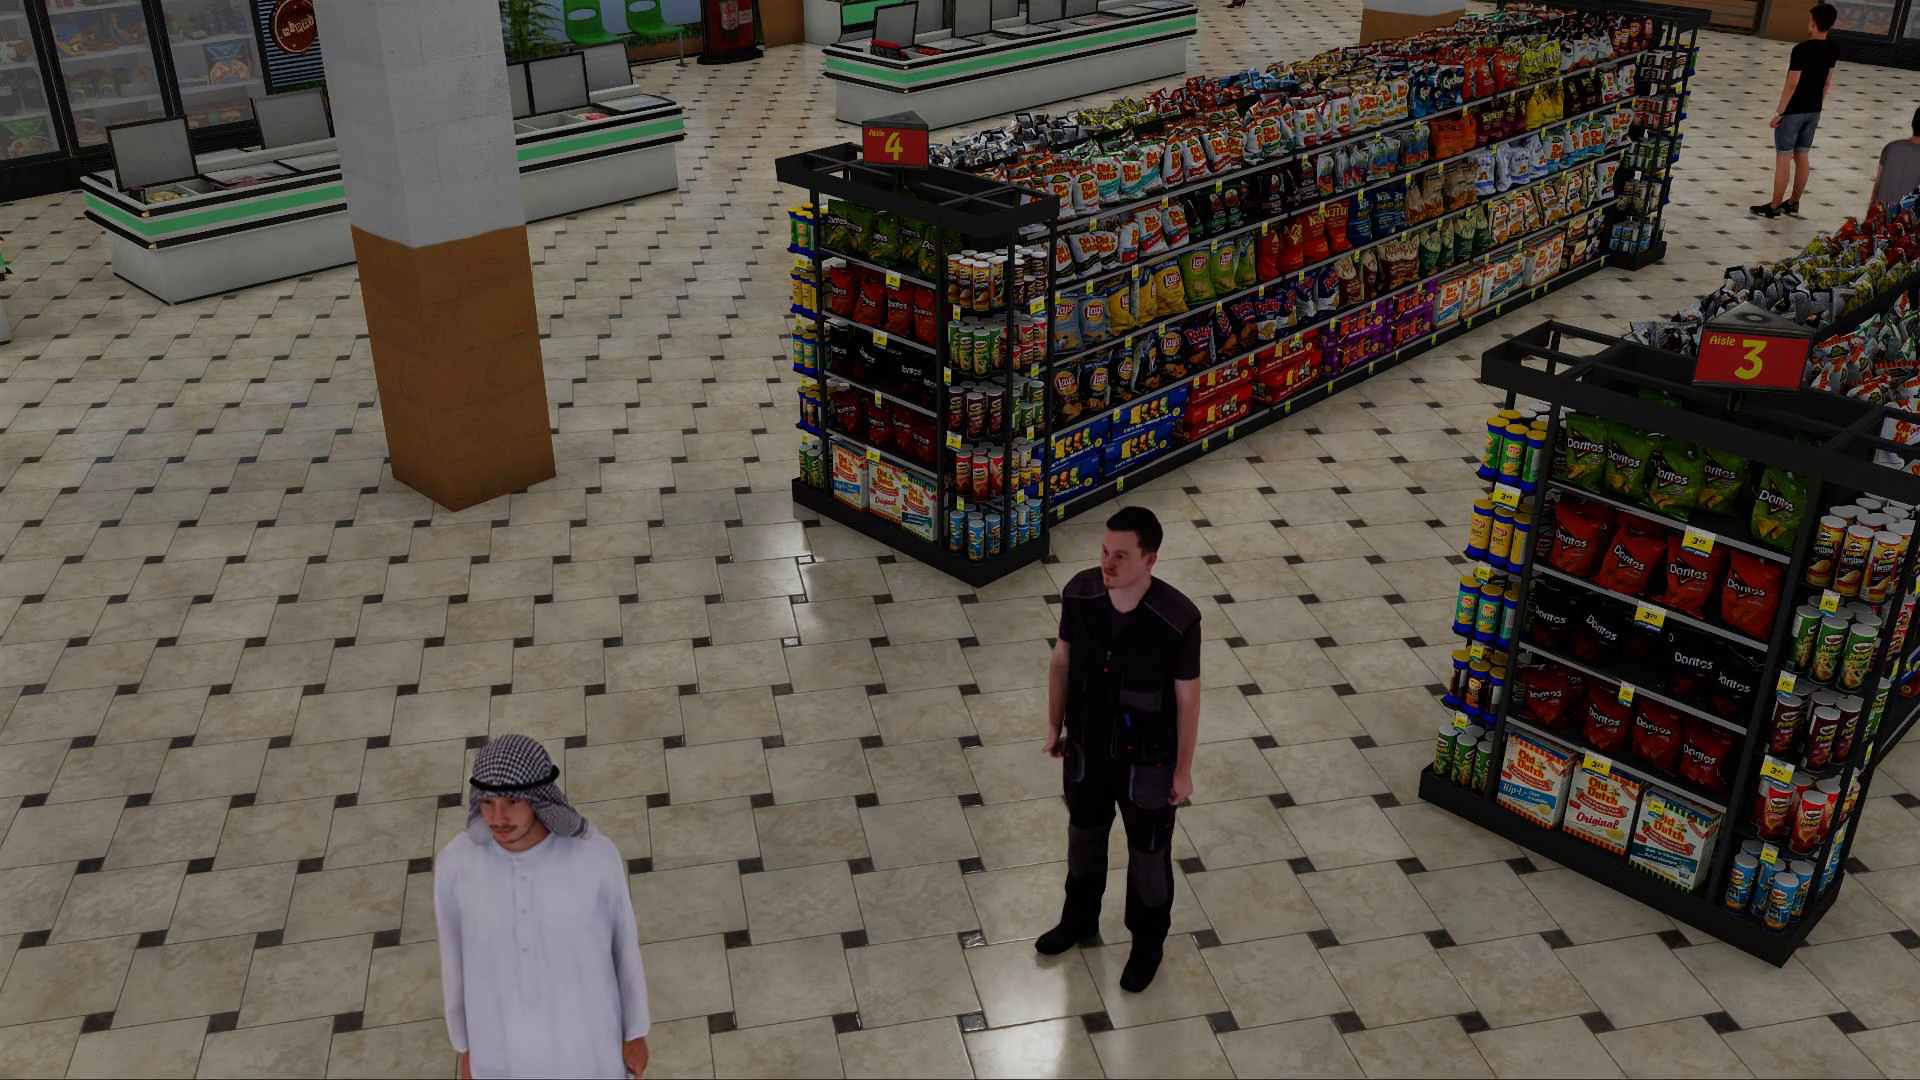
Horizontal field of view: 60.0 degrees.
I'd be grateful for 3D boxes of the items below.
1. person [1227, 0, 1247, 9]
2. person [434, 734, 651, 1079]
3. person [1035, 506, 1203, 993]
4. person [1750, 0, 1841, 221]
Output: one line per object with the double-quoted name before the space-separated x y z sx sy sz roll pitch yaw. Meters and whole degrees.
"person" 4.182 -8.839 24.705 0.672 1.781 0.499 18 32 32
"person" -1.100 1.337 4.480 0.779 1.925 0.861 -3 27 -5
"person" 0.565 0.722 5.782 0.768 1.845 0.653 17 32 30
"person" 7.399 -3.764 14.626 0.641 1.847 0.792 -10 29 -19
